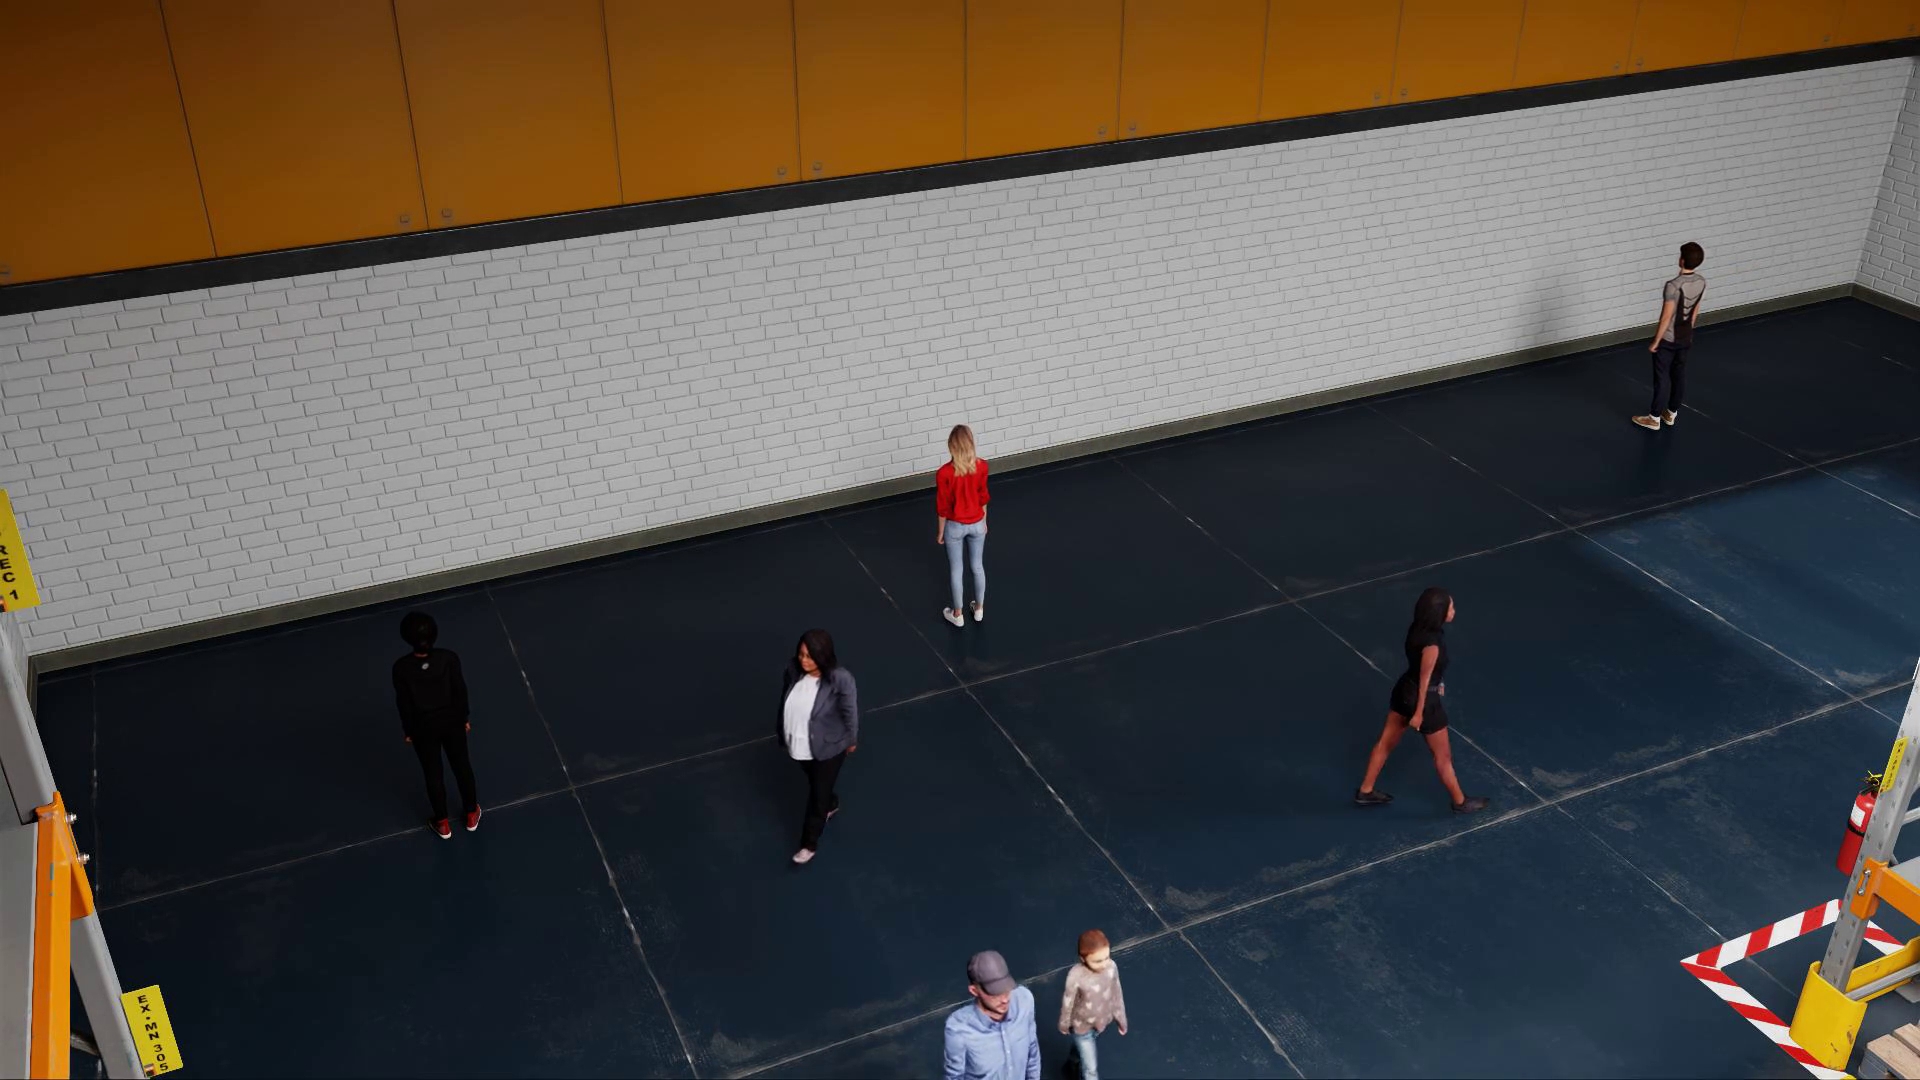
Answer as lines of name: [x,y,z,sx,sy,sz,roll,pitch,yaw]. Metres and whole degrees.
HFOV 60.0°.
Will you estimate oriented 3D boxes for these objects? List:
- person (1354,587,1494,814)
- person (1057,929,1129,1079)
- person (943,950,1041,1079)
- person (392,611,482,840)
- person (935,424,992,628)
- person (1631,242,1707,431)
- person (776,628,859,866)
person: [2.908,1.081,10.917,1.030,1.697,1.132,2,29,3]
person: [0.661,2.512,8.847,0.511,1.168,0.800,-15,32,-25]
person: [0.132,2.634,7.885,0.735,1.874,1.024,-17,33,-28]
person: [-3.378,1.186,10.749,0.588,1.675,0.519,-12,31,-20]
person: [0.026,-0.111,13.095,0.613,1.703,0.505,-12,31,-20]
person: [7.035,-2.009,16.375,0.631,1.896,0.547,-12,31,-20]
person: [-0.884,1.249,10.750,1.025,1.564,1.033,16,32,26]
